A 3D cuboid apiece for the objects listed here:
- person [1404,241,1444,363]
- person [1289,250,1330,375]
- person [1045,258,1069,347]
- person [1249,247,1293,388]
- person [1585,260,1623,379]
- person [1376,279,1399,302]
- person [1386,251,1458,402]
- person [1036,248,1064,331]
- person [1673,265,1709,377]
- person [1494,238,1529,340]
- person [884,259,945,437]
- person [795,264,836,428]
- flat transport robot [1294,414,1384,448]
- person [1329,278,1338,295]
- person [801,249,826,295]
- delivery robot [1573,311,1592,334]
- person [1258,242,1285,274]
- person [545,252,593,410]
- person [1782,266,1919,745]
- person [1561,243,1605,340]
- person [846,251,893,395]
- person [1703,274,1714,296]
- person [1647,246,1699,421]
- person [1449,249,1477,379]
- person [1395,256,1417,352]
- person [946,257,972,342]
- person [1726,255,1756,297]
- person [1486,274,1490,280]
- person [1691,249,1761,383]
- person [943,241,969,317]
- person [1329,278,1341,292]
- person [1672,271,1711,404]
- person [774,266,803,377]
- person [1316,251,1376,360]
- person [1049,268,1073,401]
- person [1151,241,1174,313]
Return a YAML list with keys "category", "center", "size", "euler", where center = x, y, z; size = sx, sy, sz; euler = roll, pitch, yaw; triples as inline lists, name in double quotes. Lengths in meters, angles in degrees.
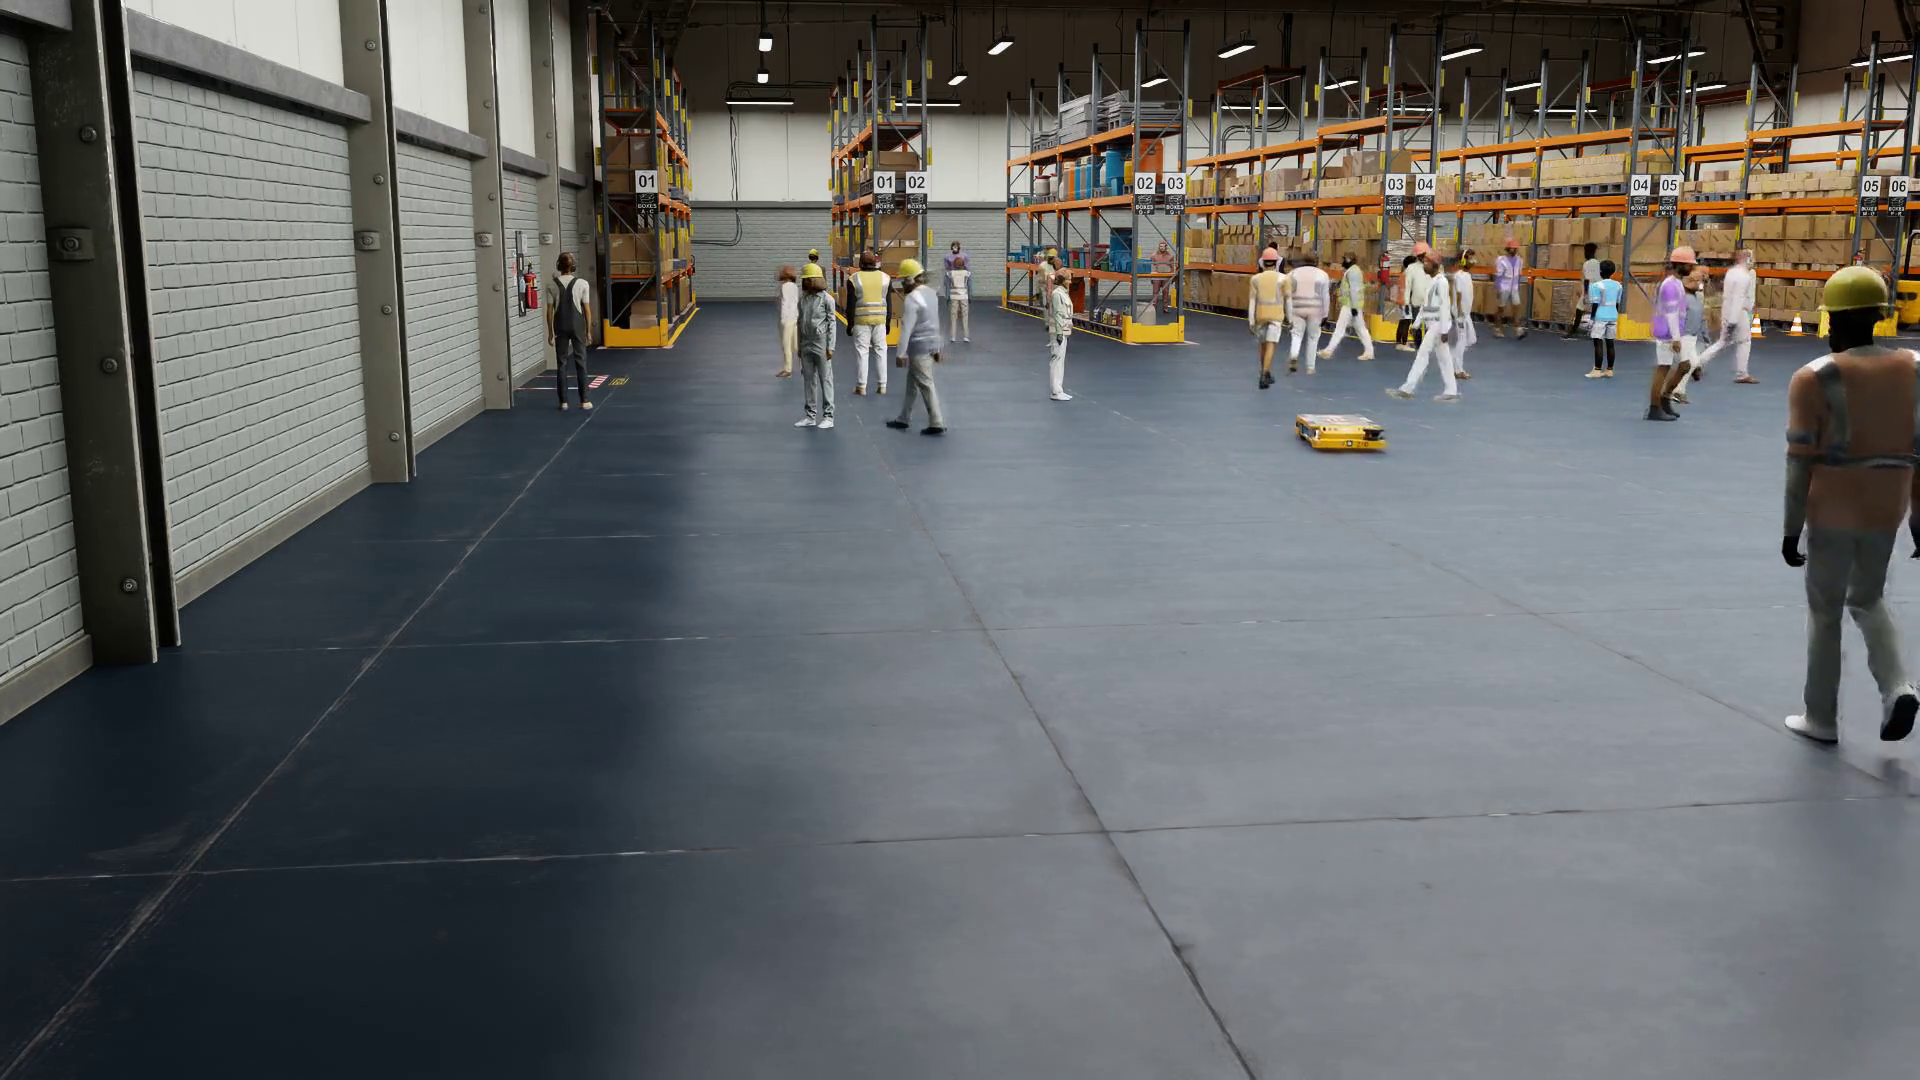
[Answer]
- category: "person"
  center: [7.550, -3.869, 27.026]
  size: [0.658, 1.961, 0.773]
  euler: [4, 11, 19]
- category: "person"
  center: [5.109, -3.331, 24.428]
  size: [0.648, 1.831, 0.540]
  euler: [5, 11, 24]
- category: "person"
  center: [1.803, -4.385, 30.735]
  size: [0.512, 1.641, 0.307]
  euler: [-7, 12, -33]
- category: "person"
  center: [4.175, -3.007, 22.507]
  size: [0.550, 1.897, 0.986]
  euler: [5, 11, 26]
- category: "person"
  center: [9.225, -3.155, 23.833]
  size: [0.539, 1.696, 0.317]
  euler: [-5, 12, -26]
- category: "person"
  center: [9.844, -5.878, 38.100]
  size: [0.634, 1.946, 1.044]
  euler: [1, 10, 5]
- category: "person"
  center: [5.702, -2.601, 20.395]
  size: [0.957, 1.836, 0.572]
  euler: [2, 11, 10]
- category: "person"
  center: [1.937, -5.409, 35.966]
  size: [0.593, 1.794, 0.856]
  euler: [-1, 10, -5]
- category: "person"
  center: [10.701, -3.171, 24.141]
  size: [0.607, 1.606, 0.507]
  euler: [3, 11, 16]
- category: "person"
  center: [10.894, -4.961, 32.927]
  size: [0.637, 1.981, 1.063]
  euler: [-2, 11, -12]
- category: "person"
  center: [-0.518, -1.943, 16.923]
  size: [0.852, 1.788, 0.603]
  euler: [4, 11, 22]
- category: "person"
  center: [-1.549, -2.059, 17.695]
  size: [0.493, 1.743, 0.314]
  euler: [7, 13, 34]
- category: "flat transport robot"
  center: [3.719, -1.081, 16.375]
  size: [0.652, 0.197, 1.431]
  euler: [1, 10, 4]
- category: "person"
  center: [11.737, -8.408, 51.966]
  size: [0.352, 1.937, 0.635]
  euler: [-2, 11, -13]
- category: "person"
  center: [-3.113, -5.314, 35.482]
  size: [0.533, 1.765, 0.322]
  euler: [0, 10, 1]
- category: "delivery robot"
  center: [12.495, -4.305, 33.010]
  size: [0.477, 0.478, 0.707]
  euler: [-2, 10, -10]
- category: "person"
  center: [6.773, -5.523, 36.203]
  size: [0.587, 1.920, 0.394]
  euler: [6, 12, 31]
- category: "person"
  center: [-4.588, -2.444, 19.527]
  size: [0.506, 1.847, 0.350]
  euler: [-1, 10, -7]
- category: "person"
  center: [3.537, -0.111, 6.542]
  size: [0.624, 1.911, 0.550]
  euler: [-1, 10, -4]
- category: "person"
  center: [12.338, -4.845, 32.553]
  size: [0.616, 1.922, 0.953]
  euler: [-8, 13, -38]
- category: "person"
  center: [-1.180, -2.795, 21.463]
  size: [0.621, 1.845, 0.429]
  euler: [-4, 11, -21]
- category: "person"
  center: [19.415, -6.867, 43.374]
  size: [0.622, 1.989, 0.399]
  euler: [-3, 11, -17]
- category: "person"
  center: [7.850, -2.257, 18.312]
  size: [0.464, 1.922, 0.566]
  euler: [7, 12, 32]
- category: "person"
  center: [7.160, -3.220, 23.755]
  size: [0.461, 1.856, 0.518]
  euler: [8, 13, 37]
- category: "person"
  center: [7.906, -4.170, 29.396]
  size: [0.317, 1.695, 0.540]
  euler: [-1, 10, -6]
- category: "person"
  center: [-0.019, -4.641, 32.134]
  size: [0.520, 1.640, 0.307]
  euler: [-1, 10, -3]
- category: "person"
  center: [14.545, -4.505, 31.047]
  size: [0.533, 1.767, 0.326]
  euler: [5, 11, 24]
- category: "person"
  center: [14.917, -7.359, 46.464]
  size: [0.564, 1.848, 0.388]
  euler: [-5, 12, -26]
- category: "person"
  center: [10.672, -3.097, 23.060]
  size: [0.848, 1.868, 0.647]
  euler: [1, 10, 6]
- category: "person"
  center: [-0.116, -6.575, 41.958]
  size: [0.662, 1.917, 0.710]
  euler: [1, 10, 6]
- category: "person"
  center: [11.404, -8.046, 49.792]
  size: [0.948, 2.000, 0.633]
  euler: [1, 10, 5]
- category: "person"
  center: [8.865, -2.446, 20.159]
  size: [0.503, 1.616, 0.433]
  euler: [-9, 14, -42]
- category: "person"
  center: [-2.433, -3.171, 24.171]
  size: [0.431, 1.602, 0.600]
  euler: [2, 11, 12]
- category: "person"
  center: [6.414, -3.847, 27.391]
  size: [0.997, 1.782, 0.643]
  euler: [4, 11, 20]
- category: "person"
  center: [1.256, -2.559, 20.722]
  size: [0.309, 1.640, 0.513]
  euler: [2, 11, 11]
- category: "person"
  center: [5.364, -6.964, 44.158]
  size: [0.636, 1.903, 0.404]
  euler: [-1, 10, -4]
